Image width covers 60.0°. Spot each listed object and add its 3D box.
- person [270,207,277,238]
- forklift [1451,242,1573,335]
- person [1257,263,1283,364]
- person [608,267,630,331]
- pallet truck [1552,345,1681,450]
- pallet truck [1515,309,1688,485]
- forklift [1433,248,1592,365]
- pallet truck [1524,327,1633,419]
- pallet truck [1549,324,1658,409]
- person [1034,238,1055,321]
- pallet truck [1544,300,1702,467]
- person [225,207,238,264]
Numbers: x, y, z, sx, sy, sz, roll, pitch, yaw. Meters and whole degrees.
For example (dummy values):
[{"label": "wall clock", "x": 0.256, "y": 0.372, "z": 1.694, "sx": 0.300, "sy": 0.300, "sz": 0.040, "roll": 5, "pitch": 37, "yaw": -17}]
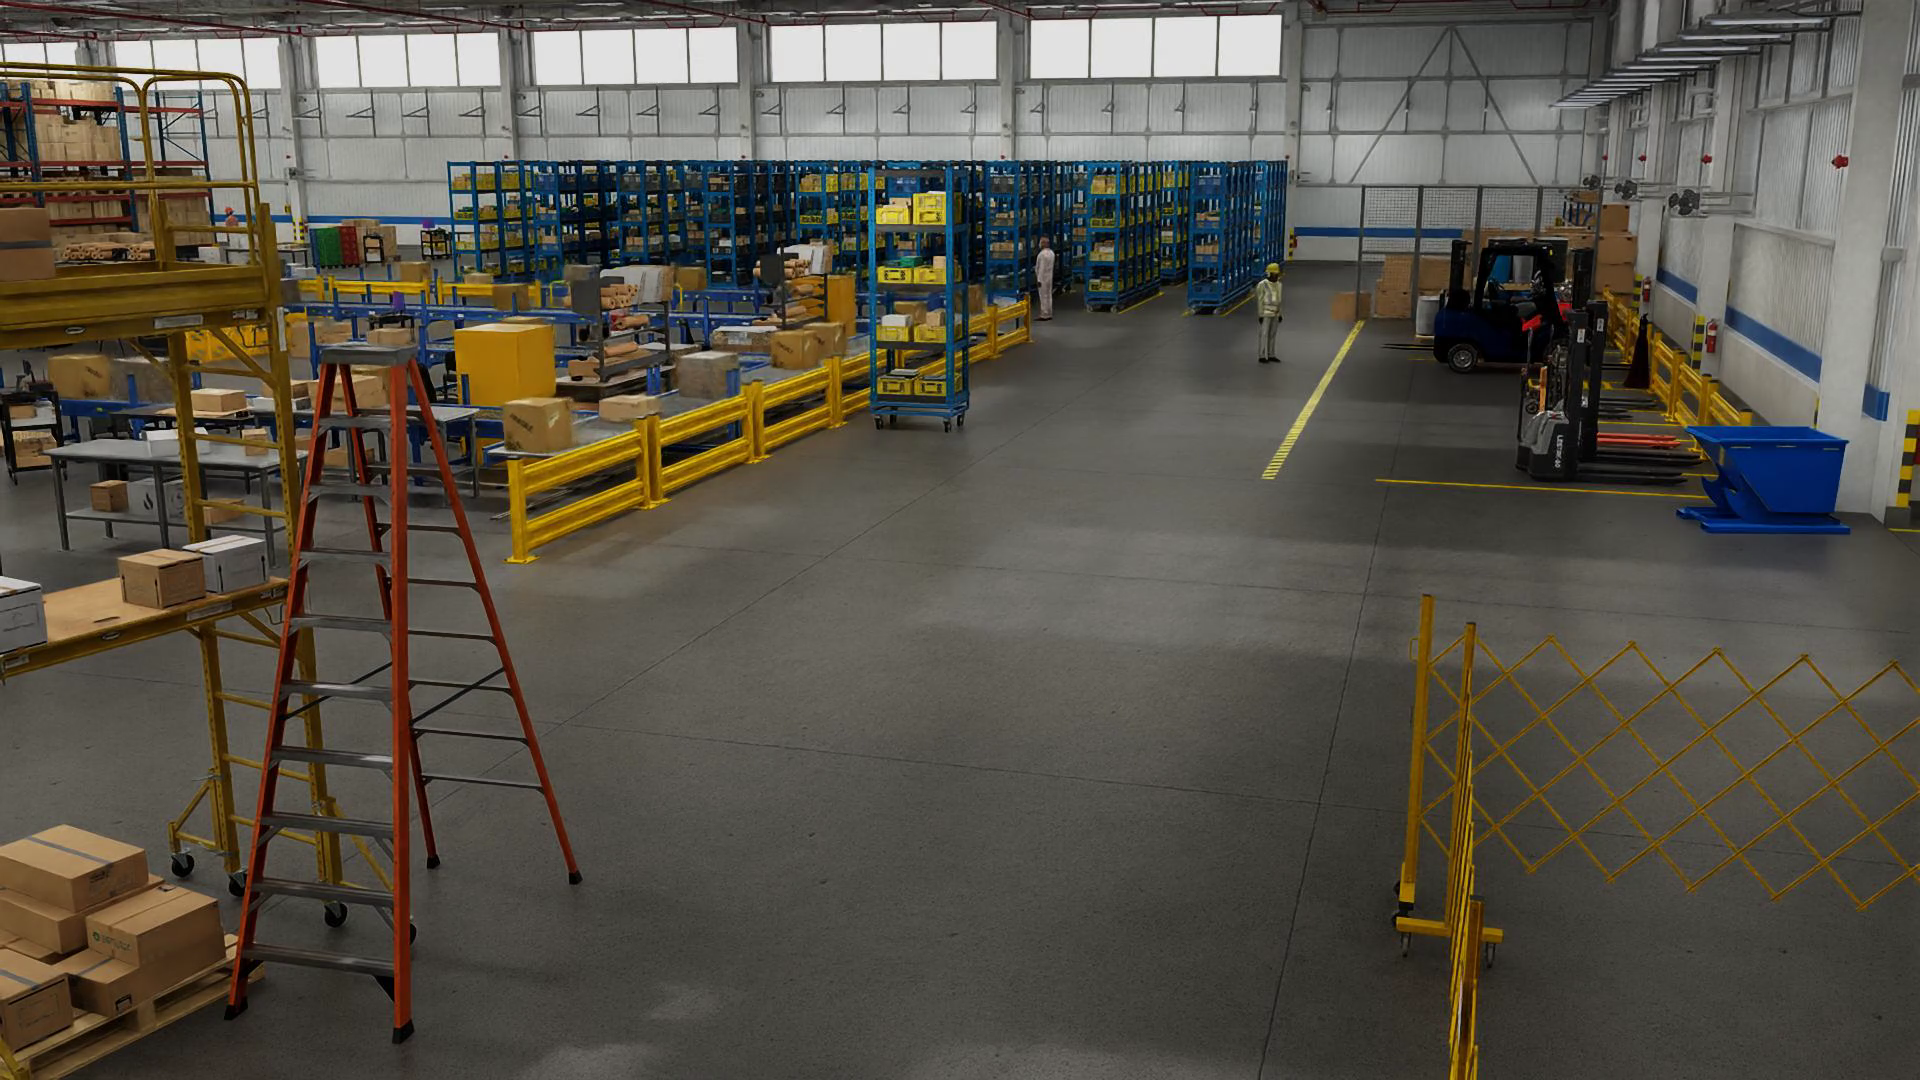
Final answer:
[{"label": "person", "x": -26.733, "y": -12.009, "z": 64.443, "sx": 0.499, "sy": 1.828, "sz": 0.665, "roll": -3, "pitch": 13, "yaw": -14}, {"label": "forklift", "x": 10.464, "y": -4.597, "z": 31.405, "sx": 2.680, "sy": 1.987, "sz": 1.157, "roll": 4, "pitch": 14, "yaw": 16}, {"label": "person", "x": 5.700, "y": -4.157, "z": 30.516, "sx": 0.591, "sy": 1.833, "sz": 0.403, "roll": -10, "pitch": 16, "yaw": -37}, {"label": "person", "x": -6.216, "y": -4.090, "z": 30.368, "sx": 0.525, "sy": 1.772, "sz": 0.308, "roll": 8, "pitch": 16, "yaw": 32}, {"label": "pallet truck", "x": 8.641, "y": -1.896, "z": 21.908, "sx": 1.630, "sy": 1.274, "sz": 0.653, "roll": 4, "pitch": 14, "yaw": 16}, {"label": "pallet truck", "x": 7.554, "y": -1.677, "z": 19.446, "sx": 1.885, "sy": 1.965, "sz": 0.823, "roll": 3, "pitch": 13, "yaw": 14}, {"label": "forklift", "x": 9.780, "y": -4.111, "z": 29.280, "sx": 2.680, "sy": 1.987, "sz": 1.157, "roll": 3, "pitch": 13, "yaw": 14}, {"label": "pallet truck", "x": 9.065, "y": -2.460, "z": 24.370, "sx": 1.522, "sy": 1.261, "sz": 0.704, "roll": 3, "pitch": 13, "yaw": 14}, {"label": "pallet truck", "x": 9.824, "y": -2.669, "z": 25.407, "sx": 1.601, "sy": 1.201, "sz": 0.680, "roll": 4, "pitch": 14, "yaw": 16}, {"label": "person", "x": 1.930, "y": -6.011, "z": 38.366, "sx": 0.406, "sy": 1.904, "sz": 0.654, "roll": 7, "pitch": 15, "yaw": 26}, {"label": "pallet truck", "x": 8.263, "y": -1.952, "z": 20.631, "sx": 1.885, "sy": 1.965, "sz": 0.823, "roll": 5, "pitch": 14, "yaw": 20}, {"label": "person", "x": -25.599, "y": -10.709, "z": 58.497, "sx": 0.415, "sy": 1.985, "sz": 0.611, "roll": 2, "pitch": 13, "yaw": 10}]
